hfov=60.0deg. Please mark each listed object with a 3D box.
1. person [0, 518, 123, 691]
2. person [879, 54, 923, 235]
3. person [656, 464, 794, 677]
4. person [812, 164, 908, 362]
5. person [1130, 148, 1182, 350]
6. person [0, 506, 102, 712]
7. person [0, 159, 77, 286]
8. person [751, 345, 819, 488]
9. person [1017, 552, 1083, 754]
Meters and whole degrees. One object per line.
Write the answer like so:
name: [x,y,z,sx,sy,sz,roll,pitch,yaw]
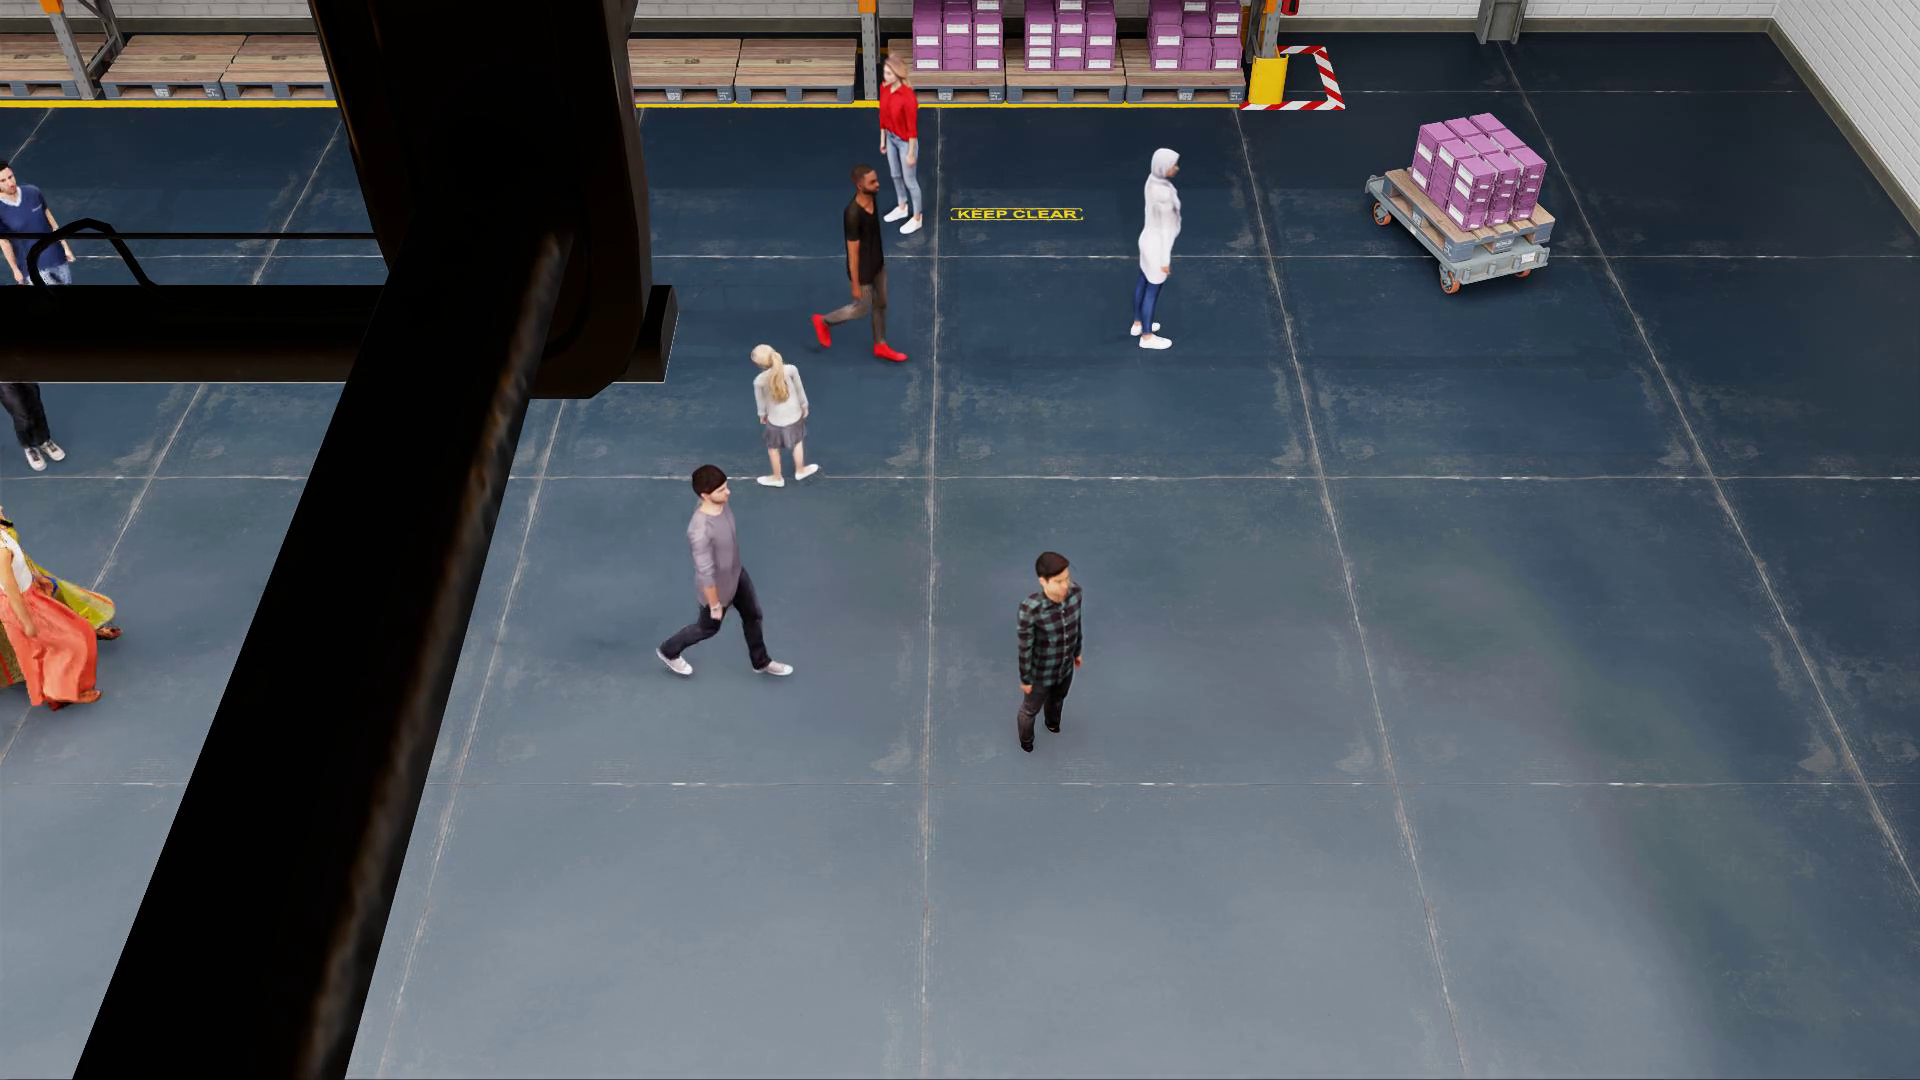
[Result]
person: [-6.237,0.341,10.744,1.235,1.605,1.034,-13,45,-14]
person: [-0.518,-3.521,14.729,0.747,1.700,0.699,-31,52,-29]
person: [-1.640,0.239,10.695,1.195,1.821,0.835,9,44,9]
person: [-0.852,-2.194,13.276,1.127,1.782,0.886,14,45,14]
person: [1.572,-2.358,13.453,0.587,1.776,0.644,-7,44,-8]
person: [-5.992,0.454,10.491,0.907,1.790,0.834,-28,50,-26]
person: [-7.400,-2.261,13.322,1.214,1.817,1.025,24,48,23]
person: [-1.275,-0.940,12.341,0.537,1.256,0.741,0,44,0]
person: [0.555,0.746,10.385,0.712,1.713,0.780,-29,50,-27]
